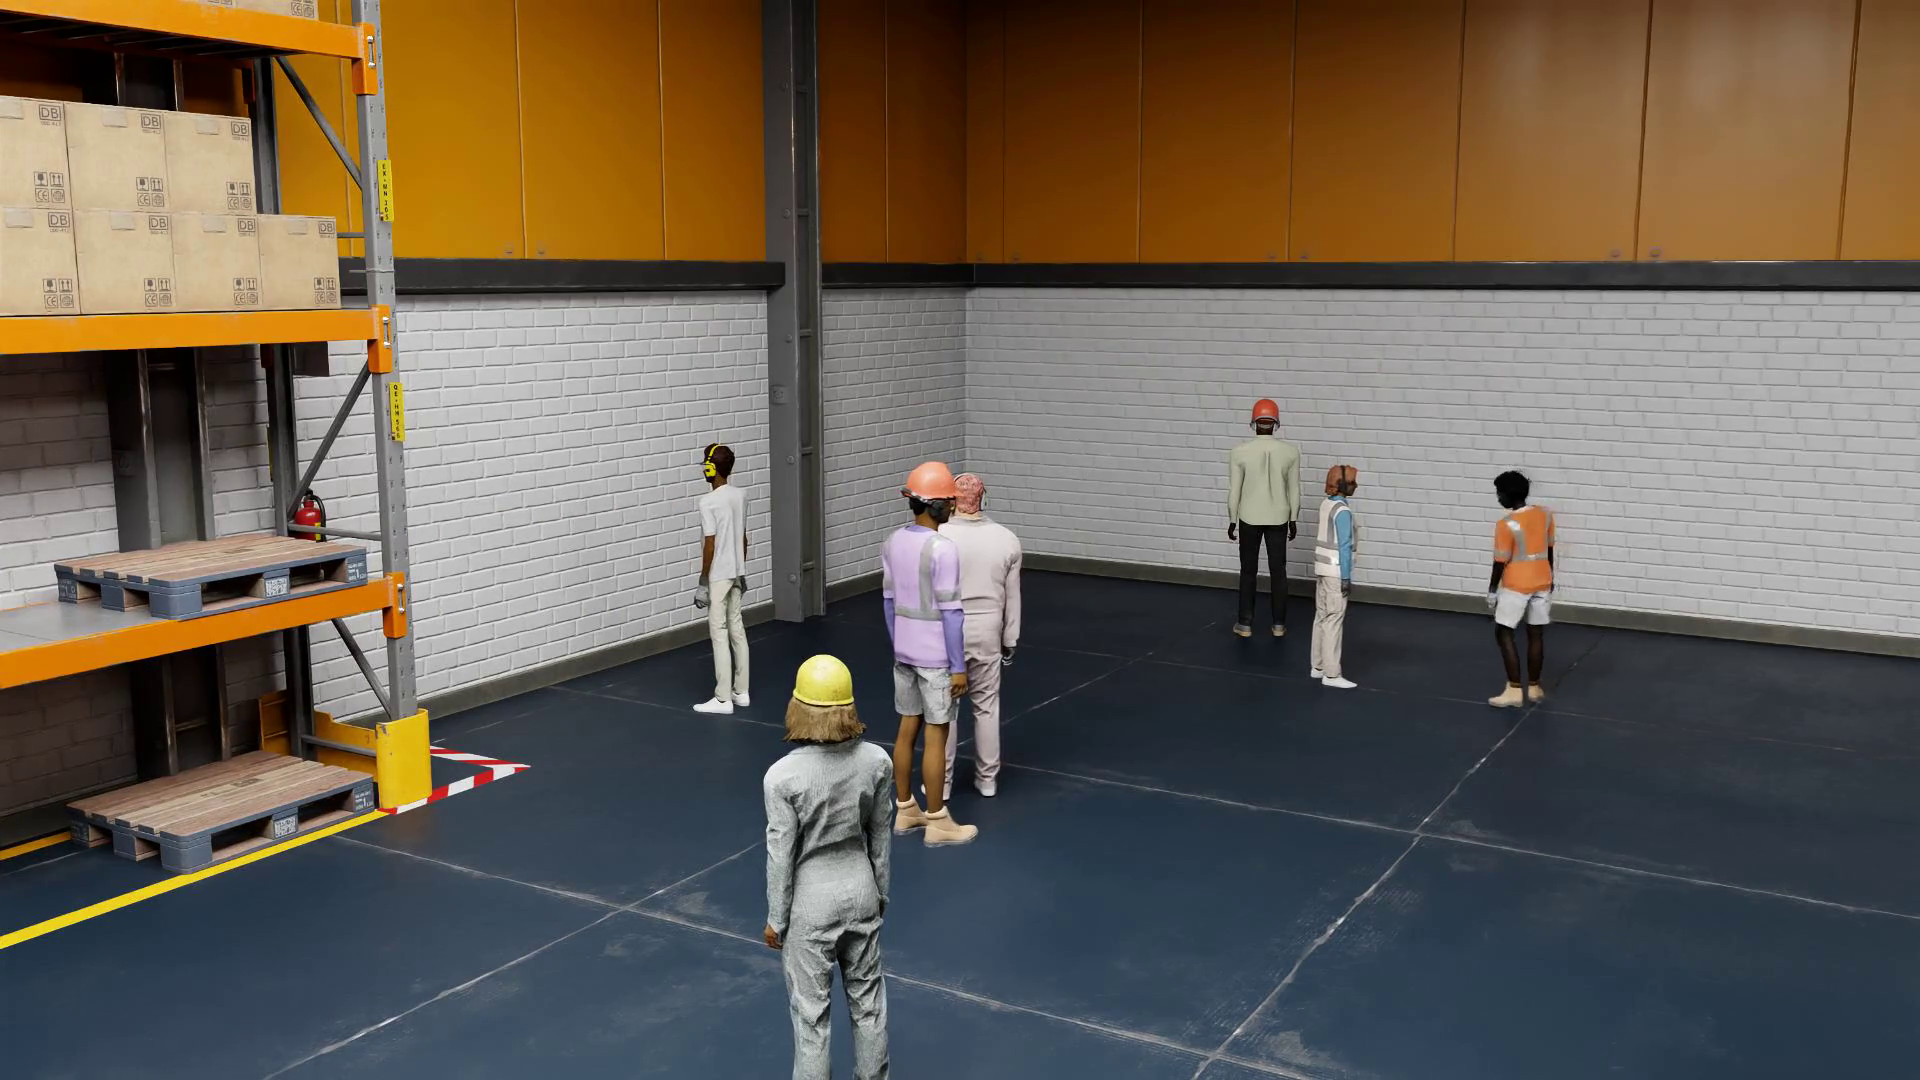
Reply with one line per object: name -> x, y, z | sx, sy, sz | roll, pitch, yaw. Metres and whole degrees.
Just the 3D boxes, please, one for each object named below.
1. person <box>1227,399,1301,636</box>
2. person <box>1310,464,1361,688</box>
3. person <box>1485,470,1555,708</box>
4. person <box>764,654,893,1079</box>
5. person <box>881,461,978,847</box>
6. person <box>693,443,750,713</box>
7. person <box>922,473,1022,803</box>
person -> 2.532, -0.181, 13.894 | 0.612, 1.995, 0.377 | 0, 9, -1
person -> 2.764, 0.261, 12.240 | 0.314, 1.639, 0.517 | -1, 9, -4
person -> 3.965, 0.338, 11.687 | 0.621, 1.670, 0.317 | -5, 10, -28
person -> -0.459, 1.251, 5.741 | 0.487, 1.744, 0.294 | -6, 11, -33
person -> -0.160, 0.601, 8.858 | 0.385, 2.045, 0.605 | -7, 11, -36
person -> -1.655, 0.265, 11.500 | 0.325, 1.871, 0.521 | 5, 10, 27
person -> 0.029, 0.562, 9.577 | 0.654, 1.897, 0.403 | -3, 10, -20
